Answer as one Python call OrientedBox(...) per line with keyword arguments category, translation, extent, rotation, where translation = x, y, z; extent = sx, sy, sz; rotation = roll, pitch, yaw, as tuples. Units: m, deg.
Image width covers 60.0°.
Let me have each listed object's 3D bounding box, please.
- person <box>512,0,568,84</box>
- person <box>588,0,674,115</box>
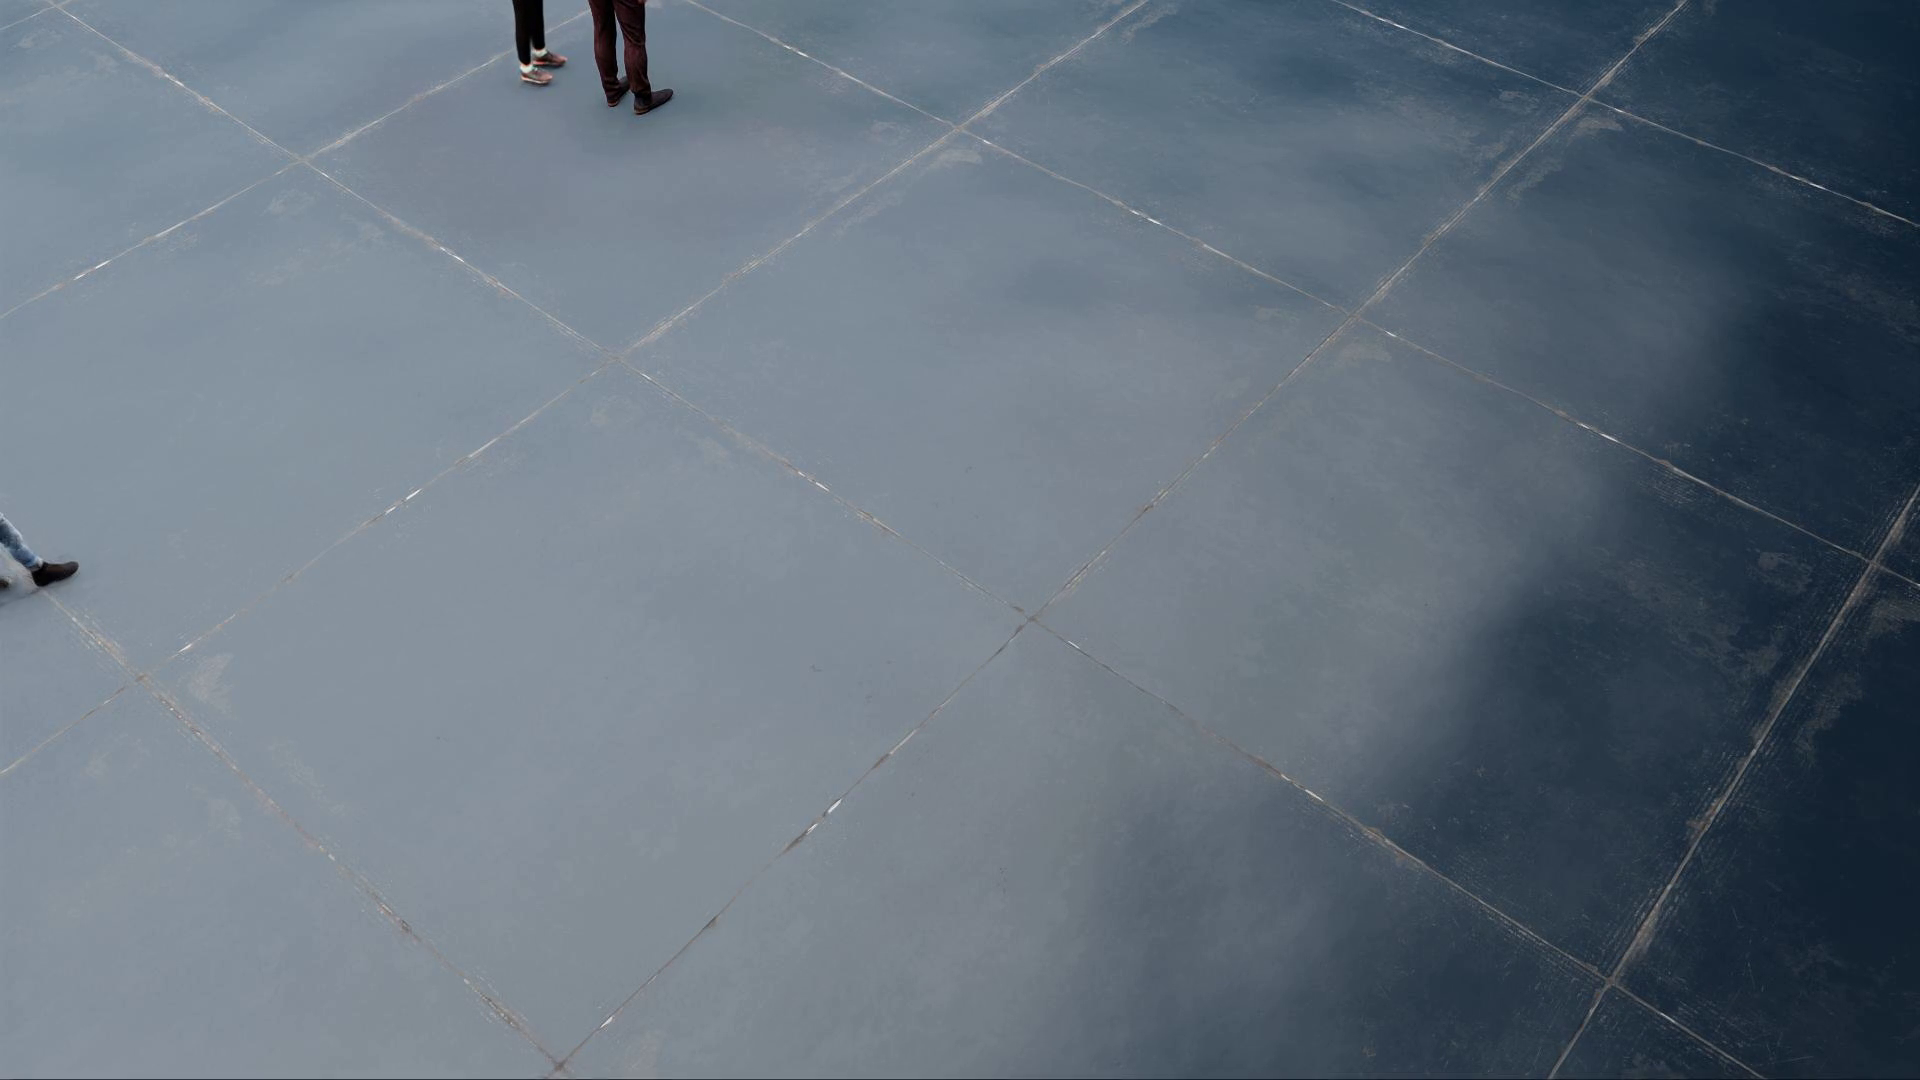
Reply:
OrientedBox(category="person", translation=(-2.860, -3.722, 10.881), extent=(0.688, 1.479, 0.561), rotation=(11, 48, 10))
OrientedBox(category="person", translation=(-2.202, -3.563, 10.470), extent=(0.739, 1.866, 0.692), rotation=(20, 50, 17))
